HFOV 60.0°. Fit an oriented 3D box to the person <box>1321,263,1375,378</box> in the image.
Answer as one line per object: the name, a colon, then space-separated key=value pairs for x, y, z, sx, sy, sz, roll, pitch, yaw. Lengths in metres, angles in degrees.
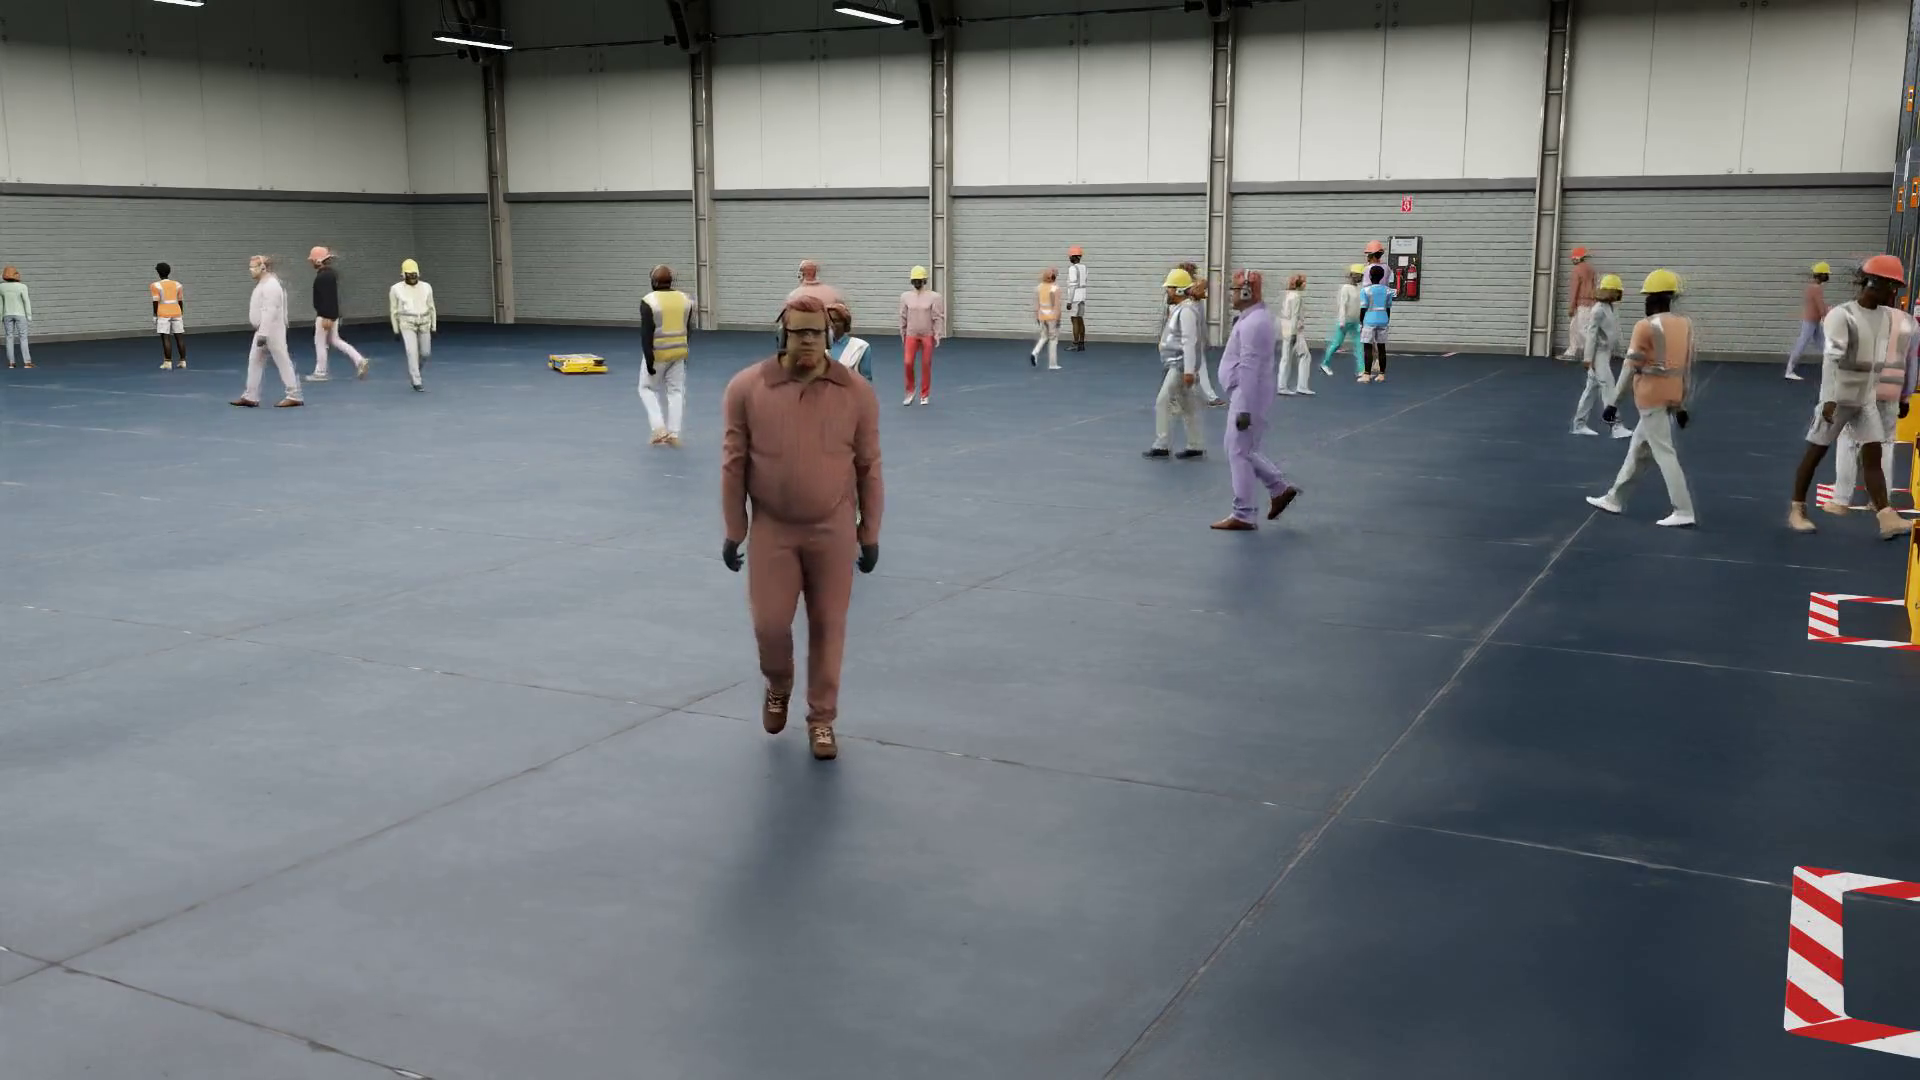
person: x=5.862 y=-3.320 z=25.144 sx=0.547 sy=1.713 sz=0.937 roll=-8 pitch=13 yaw=-38

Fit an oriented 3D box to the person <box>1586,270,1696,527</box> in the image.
person: x=5.128 y=-1.054 z=12.336 sx=0.589 sy=1.876 sz=0.994 roll=-8 pitch=13 yaw=-36

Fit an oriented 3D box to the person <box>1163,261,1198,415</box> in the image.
person: x=2.636 y=-2.398 z=19.821 sx=0.535 sy=1.812 sz=0.619 roll=0 pitch=10 yaw=2

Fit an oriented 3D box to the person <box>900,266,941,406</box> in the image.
person: x=-0.500 y=-2.548 z=20.836 sx=0.528 sy=1.747 sz=0.613 roll=1 pitch=10 yaw=4

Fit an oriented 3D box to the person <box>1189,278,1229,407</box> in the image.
person: x=2.998 y=-2.455 z=20.736 sx=0.768 sy=1.587 sz=0.509 roll=4 pitch=11 yaw=20

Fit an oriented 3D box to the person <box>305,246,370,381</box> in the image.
person: x=-9.213 y=-3.319 z=24.431 sx=0.839 sy=1.973 sz=0.634 roll=0 pitch=10 yaw=-2

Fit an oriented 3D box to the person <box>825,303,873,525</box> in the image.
person: x=-0.900 y=-0.924 z=12.268 sx=0.523 sy=1.638 sz=0.310 roll=1 pitch=10 yaw=7

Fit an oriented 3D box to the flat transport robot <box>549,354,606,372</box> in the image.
flat transport robot: x=-6.034 y=-2.792 z=26.187 sx=0.652 sy=0.197 sz=1.431 roll=-4 pitch=11 yaw=-22

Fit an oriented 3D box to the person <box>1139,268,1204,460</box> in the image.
person: x=1.986 y=-1.650 z=15.741 sx=0.743 sy=1.806 sz=0.626 roll=1 pitch=10 yaw=5

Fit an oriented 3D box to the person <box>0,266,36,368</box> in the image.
person: x=-15.229 y=-3.589 z=26.814 sx=0.504 sy=1.633 sz=0.279 roll=-1 pitch=10 yaw=-7

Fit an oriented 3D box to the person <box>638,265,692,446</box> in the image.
person: x=-2.992 y=-1.853 z=16.829 sx=0.630 sy=1.827 sz=0.454 roll=-9 pitch=14 yaw=-41

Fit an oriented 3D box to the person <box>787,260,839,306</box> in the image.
person: x=-1.586 y=-2.119 z=18.187 sx=0.644 sy=1.865 sz=0.967 roll=-6 pitch=12 yaw=-30

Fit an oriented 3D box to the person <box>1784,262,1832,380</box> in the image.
person: x=12.620 y=-3.189 z=24.386 sx=0.894 sy=1.724 sz=0.526 roll=5 pitch=12 yaw=25

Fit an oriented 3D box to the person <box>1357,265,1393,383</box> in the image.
person: x=5.998 y=-3.118 z=24.075 sx=0.537 sy=1.696 sz=0.317 roll=-4 pitch=11 yaw=-19

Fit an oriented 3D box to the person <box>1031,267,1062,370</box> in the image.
person: x=1.383 y=-3.502 z=26.356 sx=0.462 sy=1.622 sz=0.528 roll=-10 pitch=14 yaw=-44

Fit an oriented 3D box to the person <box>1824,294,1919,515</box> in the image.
person: x=6.938 y=-1.087 z=12.695 sx=0.630 sy=1.820 sz=0.452 roll=3 pitch=11 yaw=17

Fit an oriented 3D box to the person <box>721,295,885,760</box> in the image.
person: x=-0.637 y=-0.051 z=6.803 sx=0.672 sy=1.892 sz=0.454 roll=-2 pitch=11 yaw=-9

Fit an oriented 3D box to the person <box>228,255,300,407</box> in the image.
person: x=-8.640 y=-2.554 z=20.506 sx=0.897 sy=1.868 sz=0.657 roll=-8 pitch=13 yaw=-36

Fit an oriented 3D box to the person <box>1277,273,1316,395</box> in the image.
person: x=4.523 y=-2.723 z=22.108 sx=0.616 sy=1.613 sz=0.554 roll=0 pitch=10 yaw=0

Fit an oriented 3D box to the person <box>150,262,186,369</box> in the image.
person: x=-12.629 y=-3.570 z=26.528 sx=0.319 sy=1.698 sz=0.538 roll=7 pitch=12 yaw=33

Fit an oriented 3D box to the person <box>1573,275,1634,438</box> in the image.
person: x=6.880 y=-1.923 z=17.544 sx=0.840 sy=1.707 sz=0.498 roll=9 pitch=14 yaw=41

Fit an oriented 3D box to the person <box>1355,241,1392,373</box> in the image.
person: x=6.381 y=-3.598 z=25.743 sx=0.604 sy=2.044 sz=0.375 roll=-9 pitch=13 yaw=-39

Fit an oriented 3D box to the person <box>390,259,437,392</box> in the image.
person: x=-7.492 y=-2.939 z=22.776 sx=0.602 sy=1.810 sz=0.654 roll=-8 pitch=13 yaw=-36

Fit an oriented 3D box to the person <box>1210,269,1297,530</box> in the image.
person: x=2.116 y=-0.998 z=11.993 sx=0.514 sy=1.892 sz=0.646 roll=2 pitch=11 yaw=11

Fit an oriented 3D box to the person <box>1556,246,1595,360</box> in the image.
person: x=10.598 y=-3.978 z=28.087 sx=0.887 sy=1.957 sz=0.617 roll=9 pitch=13 yaw=39

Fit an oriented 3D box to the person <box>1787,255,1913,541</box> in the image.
person: x=6.239 y=-0.975 z=11.577 sx=0.759 sy=1.978 sz=1.035 roll=-3 pitch=11 yaw=-18

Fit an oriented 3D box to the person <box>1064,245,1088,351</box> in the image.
person: x=2.126 y=-4.430 z=30.607 sx=0.396 sy=1.941 sz=0.551 roll=6 pitch=12 yaw=29
